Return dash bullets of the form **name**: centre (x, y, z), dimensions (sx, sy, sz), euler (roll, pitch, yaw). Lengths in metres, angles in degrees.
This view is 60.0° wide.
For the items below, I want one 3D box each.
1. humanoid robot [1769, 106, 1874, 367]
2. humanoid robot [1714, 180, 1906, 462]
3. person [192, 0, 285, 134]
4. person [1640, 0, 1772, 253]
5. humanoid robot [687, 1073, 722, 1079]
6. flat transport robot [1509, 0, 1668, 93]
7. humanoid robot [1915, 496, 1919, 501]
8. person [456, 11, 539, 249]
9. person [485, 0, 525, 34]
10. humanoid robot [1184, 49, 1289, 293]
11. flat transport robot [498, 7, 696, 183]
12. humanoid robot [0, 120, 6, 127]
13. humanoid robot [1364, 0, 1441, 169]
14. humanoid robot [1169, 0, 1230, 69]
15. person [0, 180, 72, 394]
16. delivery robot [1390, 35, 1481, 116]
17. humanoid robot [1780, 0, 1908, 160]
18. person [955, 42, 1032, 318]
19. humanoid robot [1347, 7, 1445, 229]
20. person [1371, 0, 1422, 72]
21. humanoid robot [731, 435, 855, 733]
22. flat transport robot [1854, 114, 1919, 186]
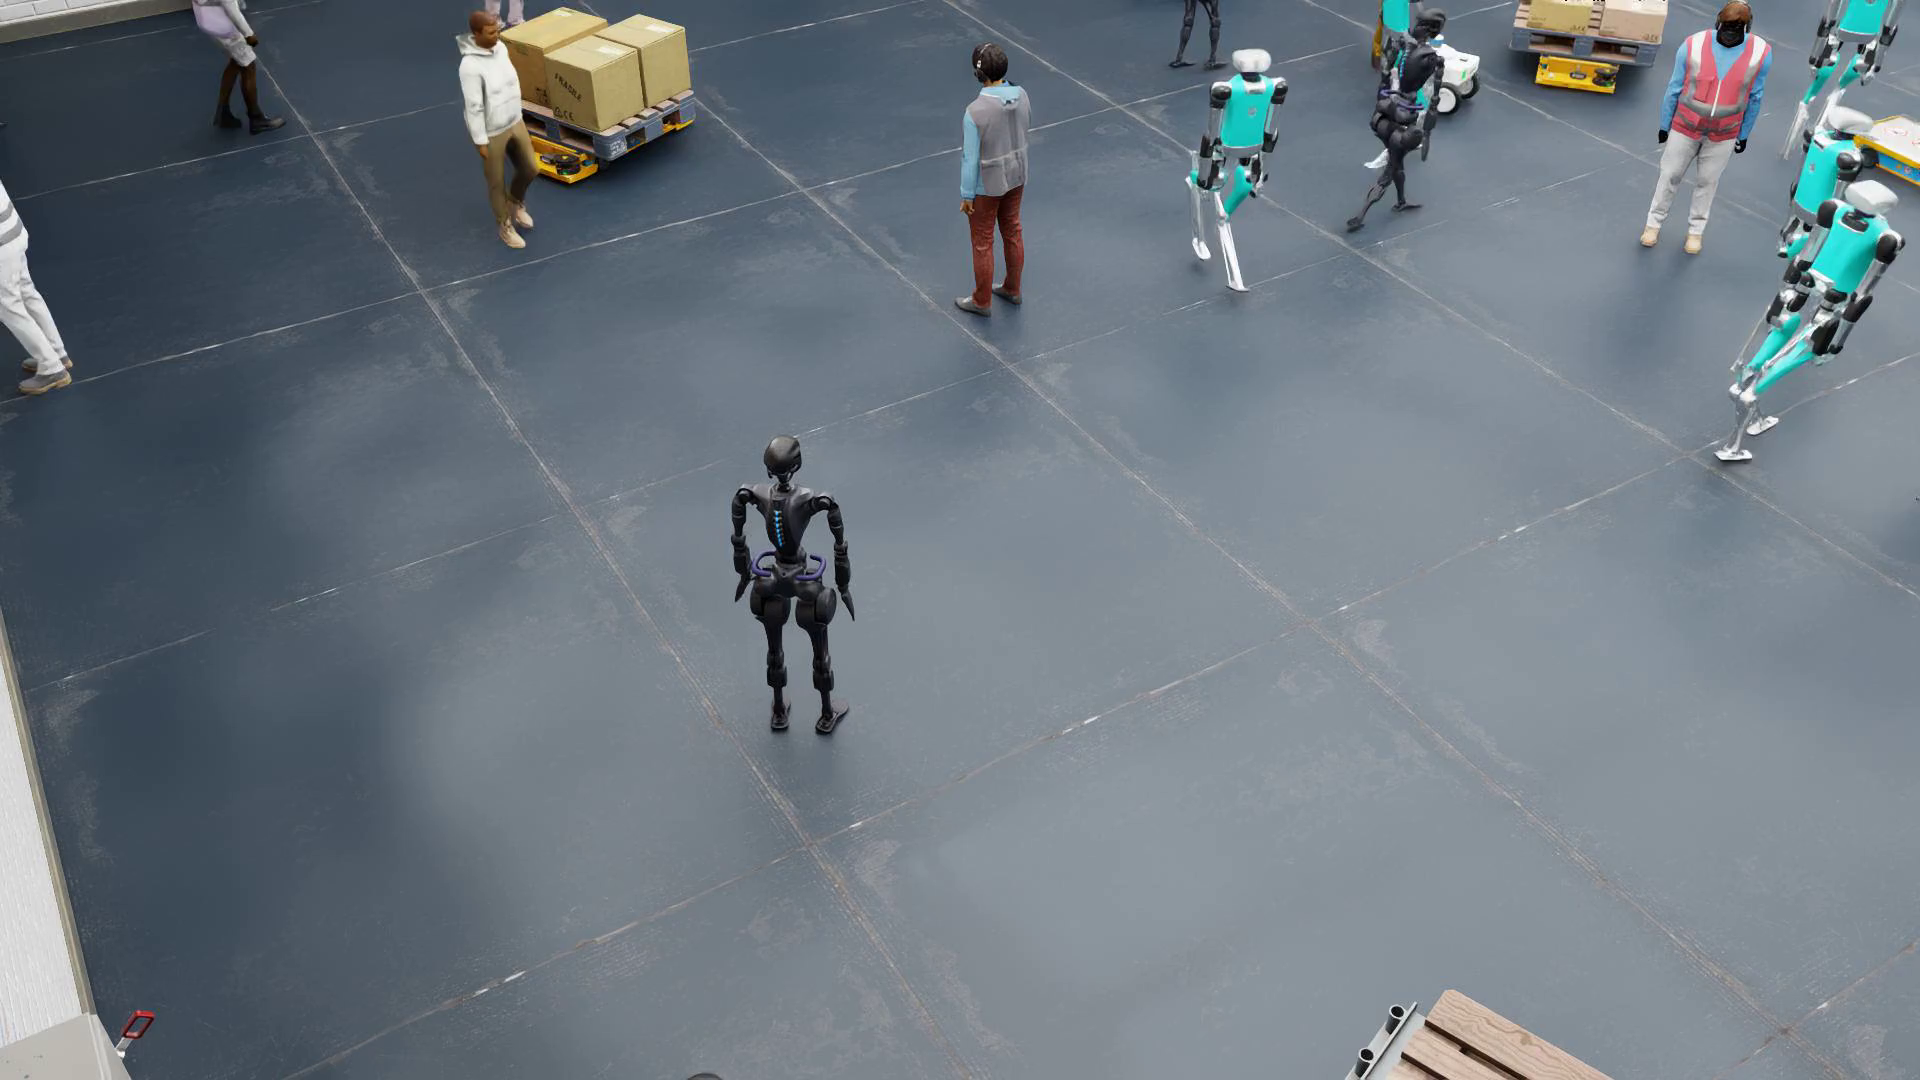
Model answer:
- **humanoid robot**: centre (5.533, -1.823, 10.488), dimensions (0.748, 1.895, 0.549), euler (-3, 39, -4)
- **humanoid robot**: centre (4.761, -1.184, 9.627), dimensions (0.890, 1.767, 0.553), euler (-17, 41, -20)
- **person**: centre (-5.805, -4.104, 13.148), dimensions (0.598, 1.910, 0.487), euler (30, 47, 32)
- **person**: centre (5.235, -2.894, 11.690), dimensions (0.629, 1.836, 0.431), euler (13, 40, 15)
- **humanoid robot**: centre (-0.757, 2.274, 5.320), dimensions (0.595, 1.627, 0.766), euler (20, 43, 23)
- **flat transport robot**: centre (5.522, -4.354, 14.786), dimensions (0.659, 0.231, 1.431), euler (13, 40, 15)
- **humanoid robot**: centre (5.884, -0.919, 9.362), dimensions (0.759, 1.622, 0.605), euler (-22, 44, -26)
- **person**: centre (-3.270, -2.893, 11.747), dimensions (0.433, 1.748, 0.558), euler (24, 44, 27)
- **person**: centre (-4.123, -5.406, 14.863), dimensions (0.562, 1.821, 0.592), euler (-27, 46, -29)
- **humanoid robot**: centre (1.813, -2.572, 11.372), dimensions (0.550, 1.739, 1.034), euler (-10, 39, -12)
- **flat transport robot**: centre (-2.881, -3.293, 13.446), dimensions (0.659, 0.231, 1.431), euler (23, 44, 27)
- **humanoid robot**: centre (-8.105, -4.050, 13.256), dimensions (0.599, 1.657, 0.315), euler (18, 42, 21)
- **humanoid robot**: centre (3.562, -3.739, 12.832), dimensions (0.858, 1.757, 0.530), euler (-12, 40, -15)
- **humanoid robot**: centre (2.111, -4.896, 14.343), dimensions (0.502, 1.647, 0.595), euler (-14, 40, -17)
- **person**: centre (-5.943, -1.806, 10.276), dimensions (0.357, 1.876, 0.591), euler (-11, 40, -14)
- **delivery robot**: centre (4.017, -3.949, 14.058), dimensions (0.783, 0.612, 0.503), euler (23, 44, 27)
- **humanoid robot**: centre (6.839, -3.747, 12.884), dimensions (0.531, 1.833, 0.710), euler (12, 40, 15)
- **person**: centre (0.233, -2.344, 10.961), dimensions (0.534, 1.873, 0.416), euler (-28, 46, -31)
- **humanoid robot**: centre (3.201, -3.064, 12.076), dimensions (0.794, 1.615, 0.610), euler (-21, 43, -24)
- **person**: centre (3.818, -4.835, 14.207), dimensions (0.556, 1.733, 0.409), euler (-2, 38, -2)
- **humanoid robot**: centre (-0.800, 0.216, 7.873), dimensions (0.599, 1.657, 0.315), euler (7, 39, 8)
- **flat transport robot**: centre (7.608, -2.960, 13.027), dimensions (0.659, 0.231, 1.431), euler (-18, 42, -21)
